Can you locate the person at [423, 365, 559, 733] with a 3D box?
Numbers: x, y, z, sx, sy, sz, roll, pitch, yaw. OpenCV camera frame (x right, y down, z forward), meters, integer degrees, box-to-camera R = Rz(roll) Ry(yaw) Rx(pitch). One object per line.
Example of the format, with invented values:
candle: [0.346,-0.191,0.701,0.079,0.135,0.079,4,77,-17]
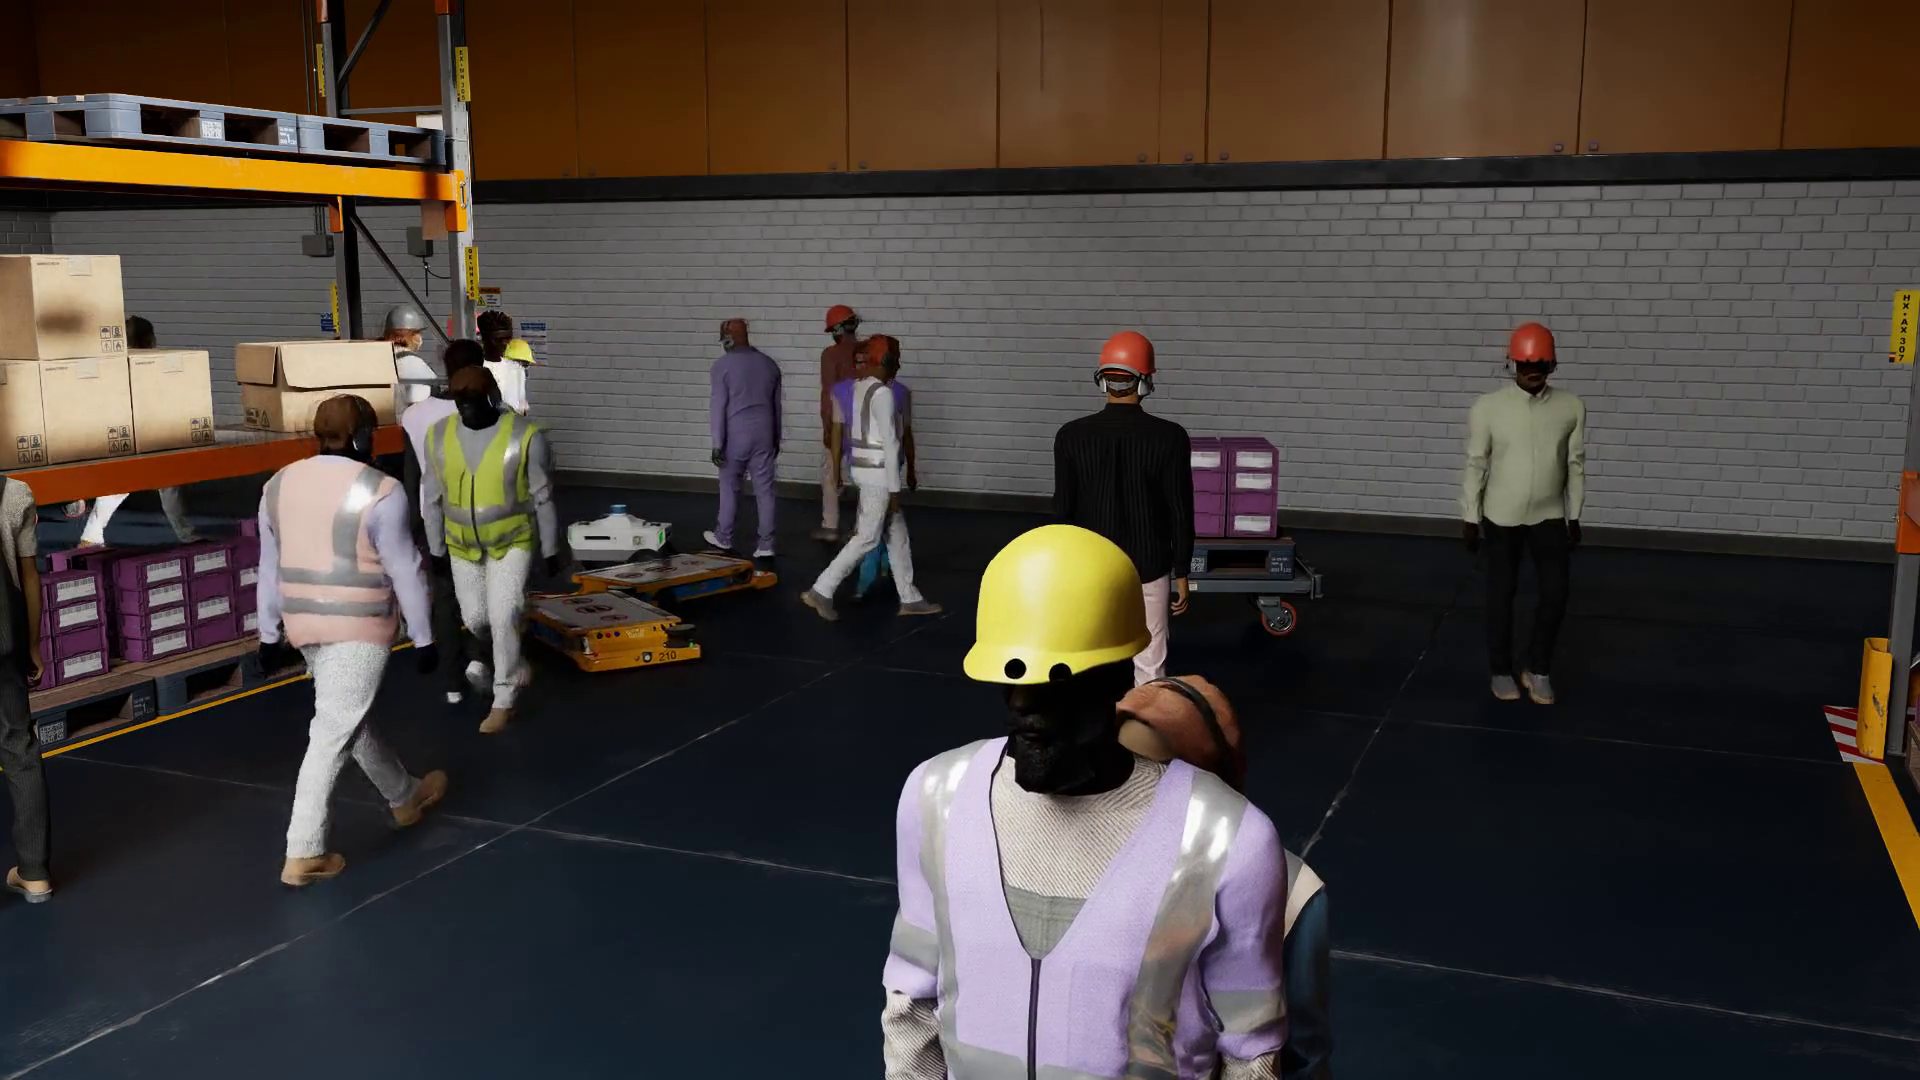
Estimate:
person: [-2.318,0.004,8.344,0.665,1.803,0.795,1,9,5]

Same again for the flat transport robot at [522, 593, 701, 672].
flat transport robot: [-2.133,0.515,9.870,0.652,0.197,1.431,-6,11,-32]

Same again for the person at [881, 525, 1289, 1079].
person: [0.150,0.928,2.359,0.594,1.926,0.368,4,10,25]

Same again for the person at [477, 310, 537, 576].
person: [-3.340,-0.669,11.952,0.364,1.957,0.606,7,12,36]

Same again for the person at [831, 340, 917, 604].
person: [-0.571,-0.505,11.565,0.559,1.785,1.041,4,10,21]

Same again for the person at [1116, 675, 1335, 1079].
person: [0.340,1.015,2.711,0.523,1.636,0.311,5,11,29]

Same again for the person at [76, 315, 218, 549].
person: [-6.402,-0.798,12.932,1.008,1.895,0.638,-8,13,-42]

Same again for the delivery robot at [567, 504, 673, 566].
delivery robot: [-2.433,-0.011,11.903,0.707,0.478,0.477,0,10,3]

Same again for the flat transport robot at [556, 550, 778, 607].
flat transport robot: [-1.971,0.278,11.305,0.652,0.197,1.431,7,12,37]

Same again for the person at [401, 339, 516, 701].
person: [-2.570,-0.090,8.614,0.633,1.896,0.473,0,9,-1]

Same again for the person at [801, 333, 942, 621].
person: [-0.577,-0.393,10.660,0.900,1.851,0.588,-2,10,-14]

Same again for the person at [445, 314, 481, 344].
person: [-3.912,-0.834,13.127,0.710,1.901,0.537,1,9,5]

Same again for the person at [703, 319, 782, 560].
person: [-1.703,-0.784,12.946,0.684,1.845,0.942,-7,12,-38]

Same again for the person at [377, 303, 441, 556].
person: [-4.054,-0.721,12.013,0.692,2.000,0.882,7,12,35]

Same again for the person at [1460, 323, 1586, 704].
person: [2.904,-0.121,8.559,0.652,1.971,0.599,1,9,3]

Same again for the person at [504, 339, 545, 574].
person: [-3.368,-0.599,12.183,0.573,1.733,0.544,0,9,0]

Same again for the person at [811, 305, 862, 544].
person: [-0.947,-0.935,13.594,0.630,1.940,0.763,-8,12,-39]

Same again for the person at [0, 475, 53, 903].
person: [-3.440,0.406,5.771,0.345,1.847,0.507,6,11,33]

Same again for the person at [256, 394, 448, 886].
person: [-2.316,0.344,6.344,0.662,1.783,1.012,4,10,24]

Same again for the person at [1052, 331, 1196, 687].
person: [0.696,0.119,7.062,0.608,1.995,0.377,3,10,17]

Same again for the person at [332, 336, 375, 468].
person: [-5.388,-1.003,14.856,0.324,1.670,0.630,1,9,6]
